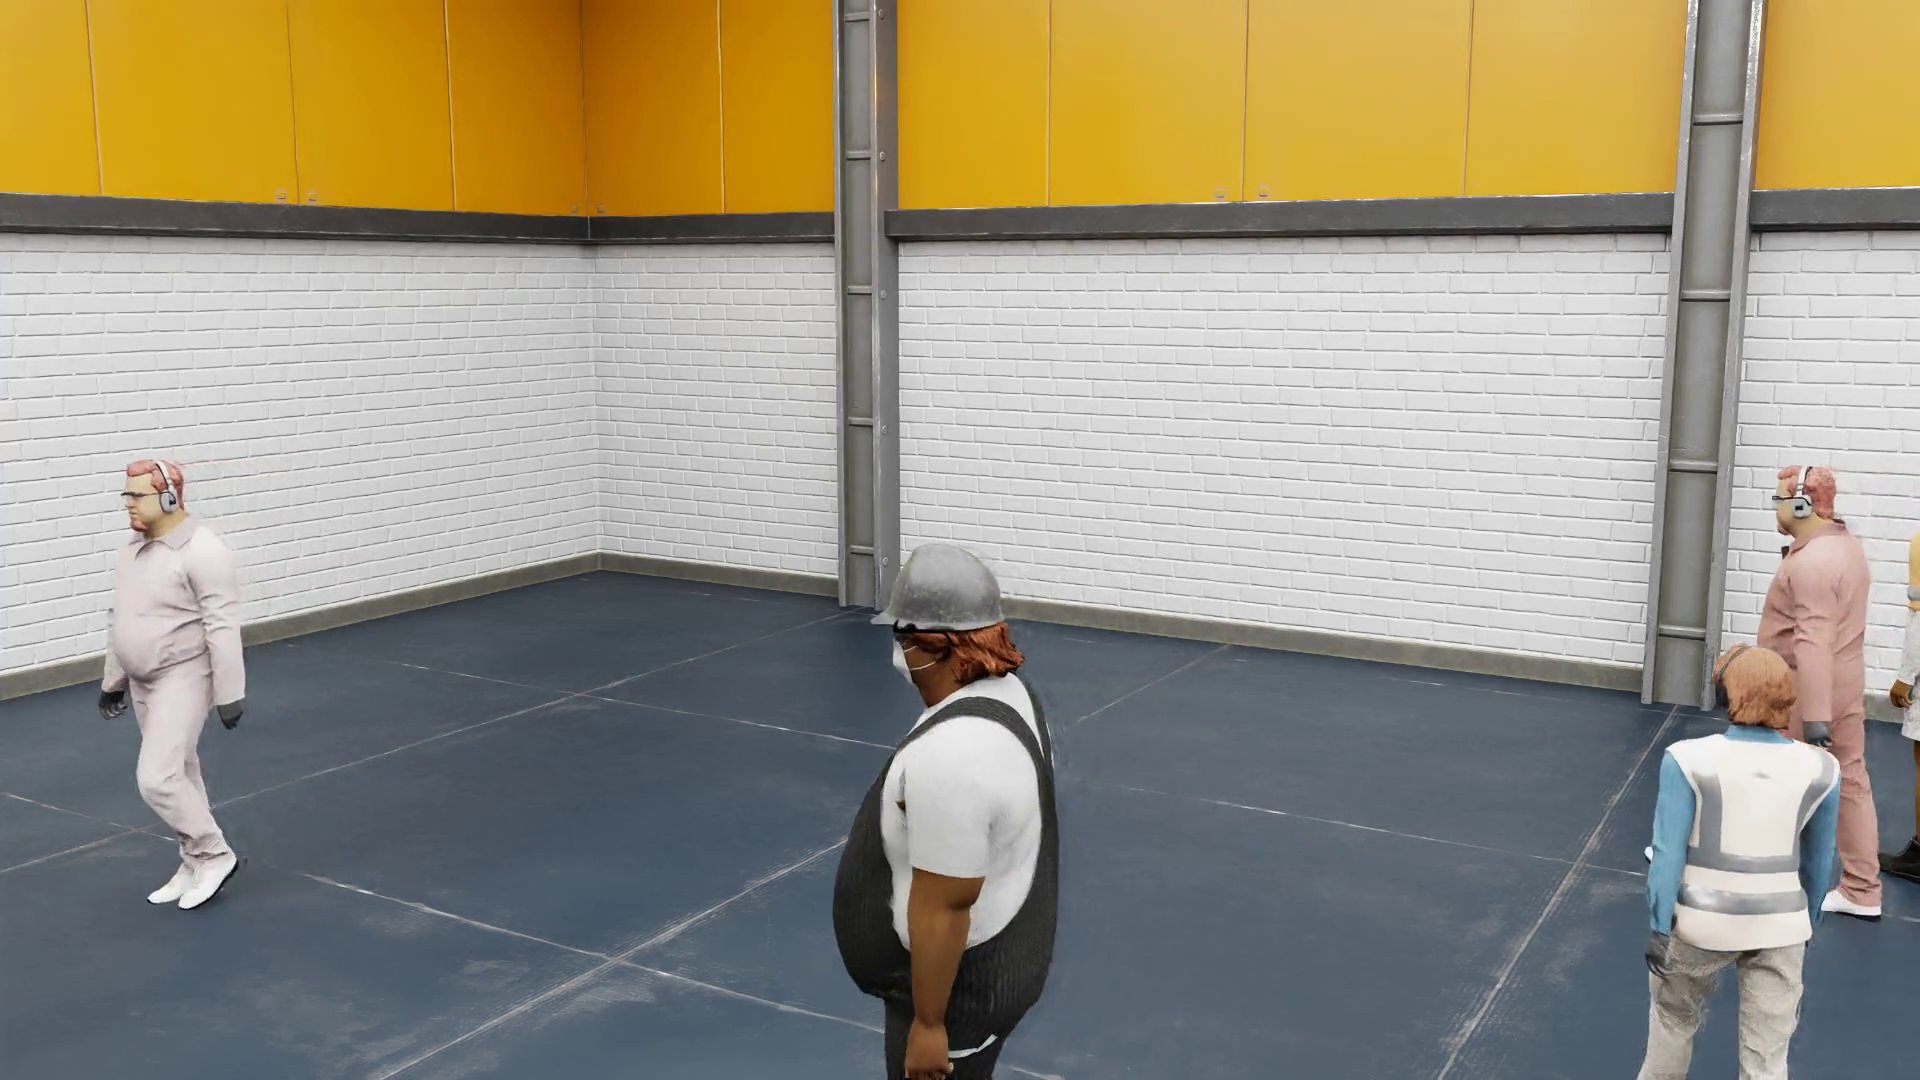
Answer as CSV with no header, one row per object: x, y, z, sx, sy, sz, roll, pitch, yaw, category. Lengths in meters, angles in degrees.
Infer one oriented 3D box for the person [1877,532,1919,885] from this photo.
4.288,0.534,7.199,0.545,1.942,0.347,-2,9,-13,person

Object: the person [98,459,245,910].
-3.311,0.605,6.921,0.648,1.891,0.448,7,11,37,person

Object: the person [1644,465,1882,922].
3.432,0.617,6.937,0.954,1.855,0.643,8,12,43,person

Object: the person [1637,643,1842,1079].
2.188,1.083,4.780,0.531,1.607,0.744,1,9,5,person
